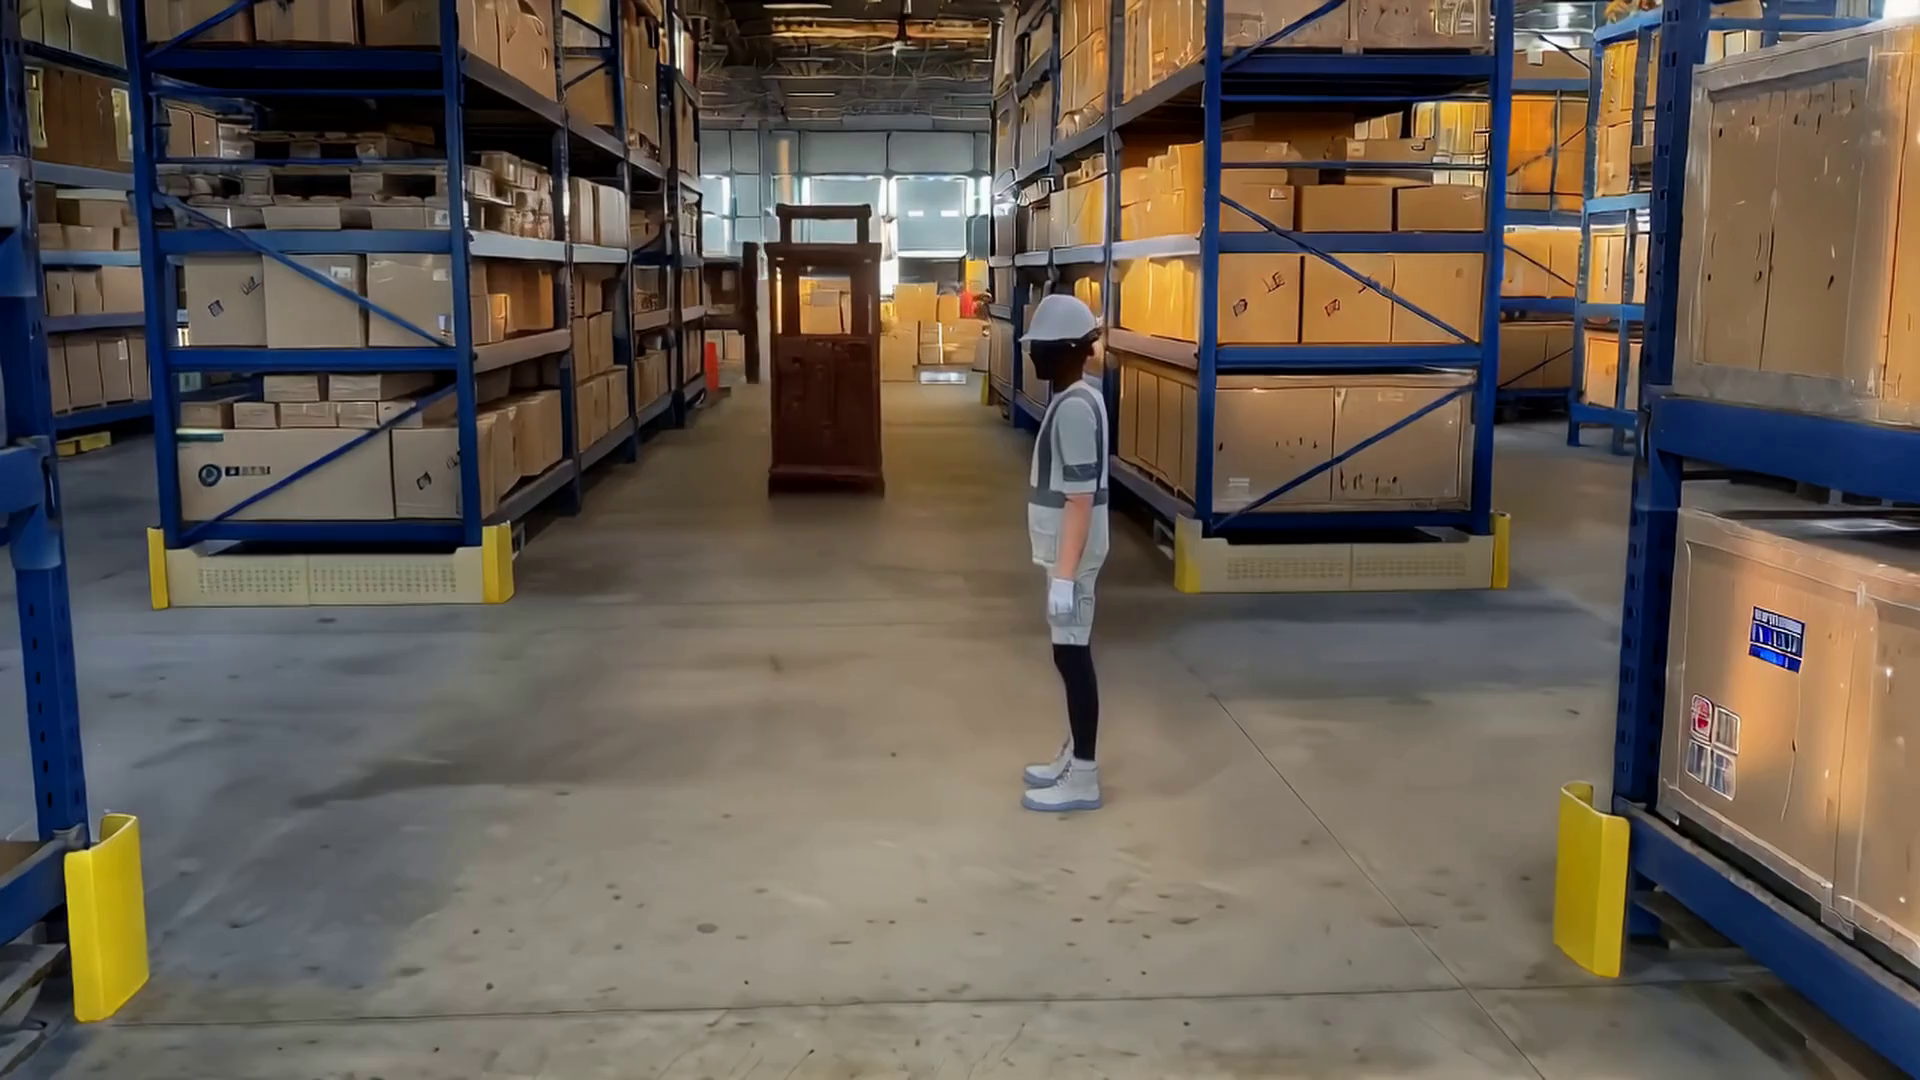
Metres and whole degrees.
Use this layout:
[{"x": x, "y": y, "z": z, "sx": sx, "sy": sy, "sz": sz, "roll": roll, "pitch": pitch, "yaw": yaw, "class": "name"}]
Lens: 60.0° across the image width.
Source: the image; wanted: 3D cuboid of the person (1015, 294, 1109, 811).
[{"x": 0.402, "y": 0.053, "z": 6.619, "sx": 0.380, "sy": 2.041, "sz": 0.616, "roll": 1, "pitch": 9, "yaw": 5, "class": "person"}]

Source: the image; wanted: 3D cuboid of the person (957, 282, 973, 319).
[{"x": 0.113, "y": -6.601, "z": 48.772, "sx": 0.625, "sy": 1.924, "sz": 0.456, "roll": -7, "pitch": 11, "yaw": -35, "class": "person"}]

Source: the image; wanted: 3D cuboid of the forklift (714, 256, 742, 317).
[{"x": -8.543, "y": -9.115, "z": 61.562, "sx": 1.129, "sy": 2.768, "sz": 1.873, "roll": -1, "pitch": 9, "yaw": -4, "class": "forklift"}]

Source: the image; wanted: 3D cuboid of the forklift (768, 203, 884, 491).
[{"x": -1.359, "y": -1.984, "z": 16.785, "sx": 1.129, "sy": 2.768, "sz": 1.873, "roll": -1, "pitch": 9, "yaw": -4, "class": "forklift"}]

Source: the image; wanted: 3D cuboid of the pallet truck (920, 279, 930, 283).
[{"x": -0.932, "y": -8.922, "z": 63.114, "sx": 1.885, "sy": 1.965, "sz": 0.823, "roll": 2, "pitch": 9, "yaw": 13, "class": "pallet truck"}]

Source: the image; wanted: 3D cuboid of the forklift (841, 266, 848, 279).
[{"x": -3.663, "y": -8.478, "z": 57.565, "sx": 1.129, "sy": 2.768, "sz": 1.873, "roll": -5, "pitch": 10, "yaw": -30, "class": "forklift"}]

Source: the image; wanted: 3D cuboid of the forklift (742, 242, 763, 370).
[{"x": -4.554, "y": -5.113, "z": 36.432, "sx": 1.873, "sy": 2.768, "sz": 1.129, "roll": -1, "pitch": 9, "yaw": -5, "class": "forklift"}]
